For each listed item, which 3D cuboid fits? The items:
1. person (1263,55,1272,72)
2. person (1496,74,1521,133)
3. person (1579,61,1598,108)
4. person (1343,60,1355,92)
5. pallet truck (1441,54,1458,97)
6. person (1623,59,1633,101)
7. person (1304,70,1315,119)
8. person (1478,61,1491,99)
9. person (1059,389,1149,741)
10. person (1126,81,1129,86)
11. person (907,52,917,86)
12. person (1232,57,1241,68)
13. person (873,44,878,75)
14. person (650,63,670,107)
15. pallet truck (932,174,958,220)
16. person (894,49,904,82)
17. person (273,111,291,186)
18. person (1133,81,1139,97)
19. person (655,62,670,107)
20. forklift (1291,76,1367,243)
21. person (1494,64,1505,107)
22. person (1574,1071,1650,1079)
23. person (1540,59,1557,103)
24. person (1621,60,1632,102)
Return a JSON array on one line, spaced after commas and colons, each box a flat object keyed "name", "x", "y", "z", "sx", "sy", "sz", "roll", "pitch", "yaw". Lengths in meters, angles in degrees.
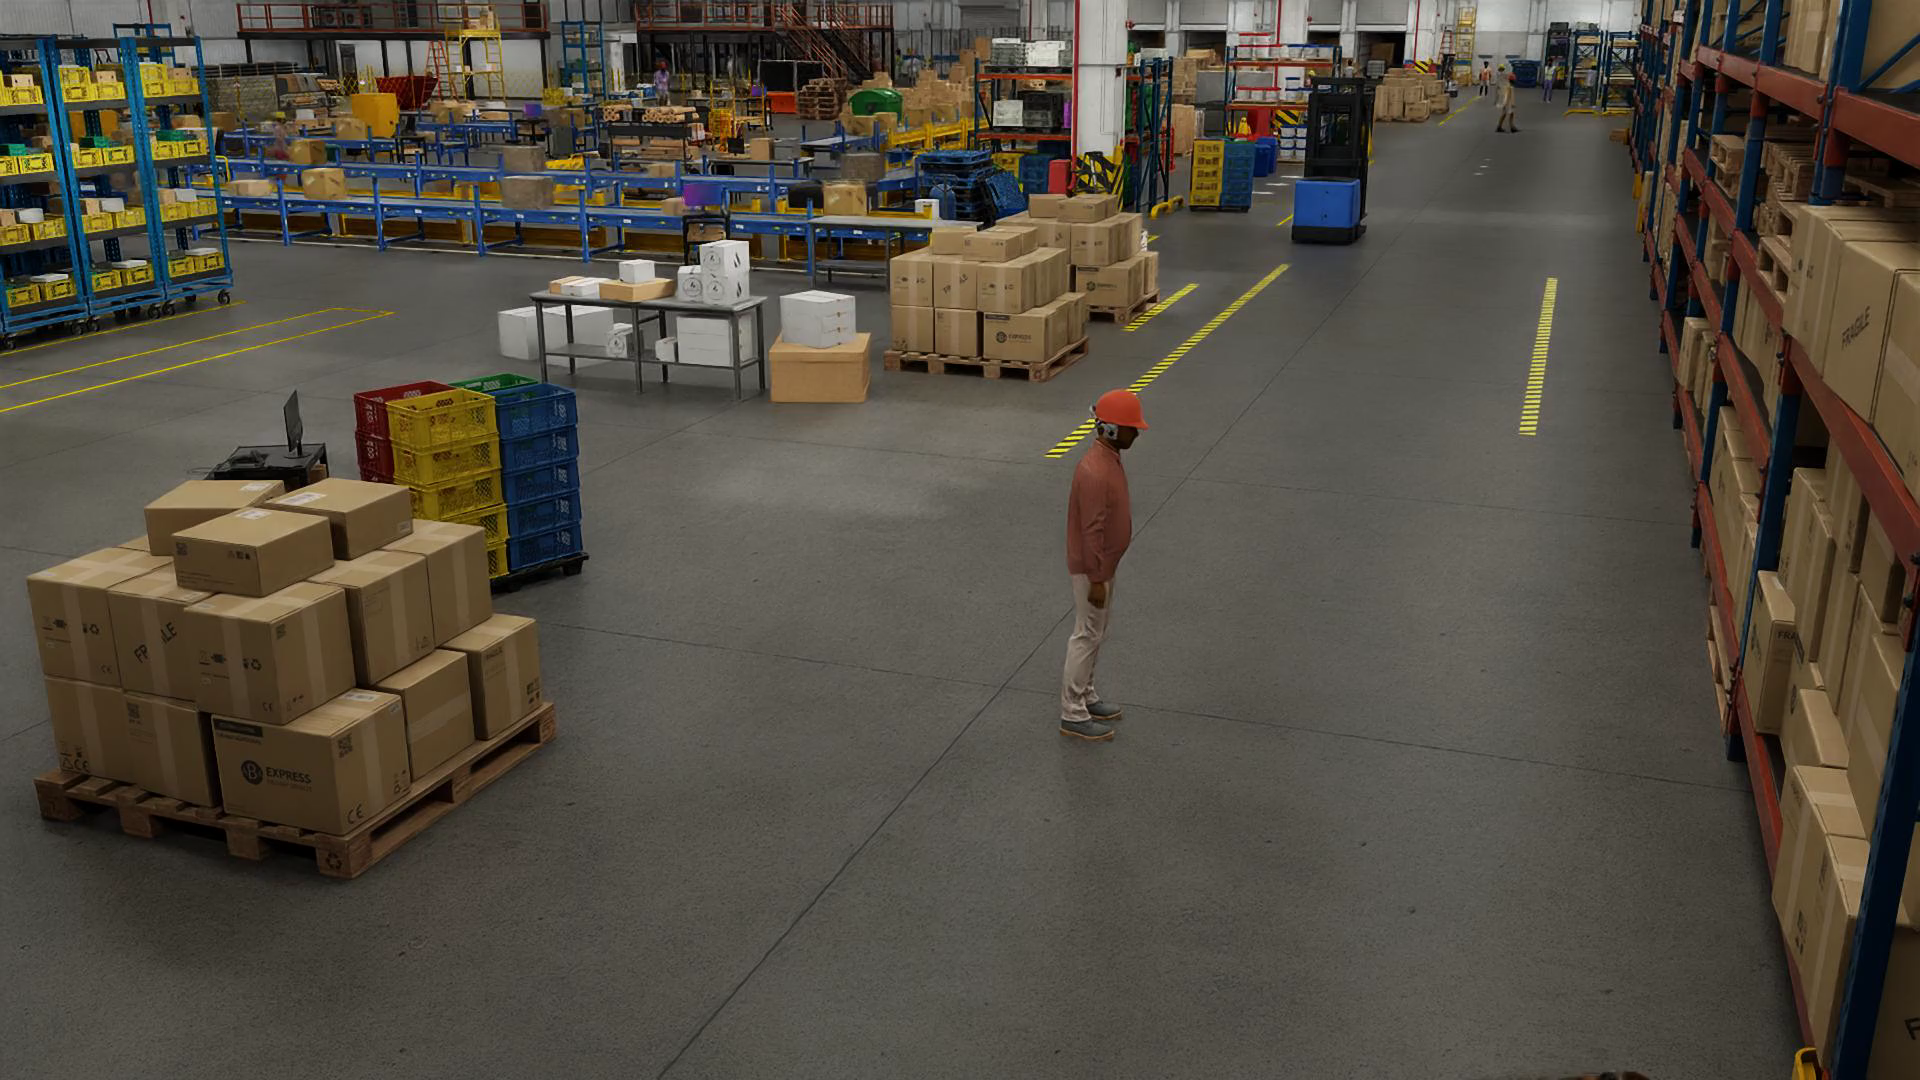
[{"name": "person", "x": 15.259, "y": -23.041, "z": 82.284, "sx": 0.830, "sy": 1.819, "sz": 0.621, "roll": 8, "pitch": 20, "yaw": 25}, {"name": "person", "x": 18.349, "y": -14.500, "z": 55.306, "sx": 0.919, "sy": 1.896, "sz": 0.566, "roll": 7, "pitch": 19, "yaw": 21}, {"name": "person", "x": 26.370, "y": -19.038, "z": 69.543, "sx": 0.634, "sy": 1.910, "sz": 0.676, "roll": -15, "pitch": 23, "yaw": -40}, {"name": "person", "x": 17.053, "y": -20.092, "z": 72.926, "sx": 0.514, "sy": 1.873, "sz": 0.329, "roll": 7, "pitch": 19, "yaw": 22}, {"name": "pallet truck", "x": 22.765, "y": -21.886, "z": 78.355, "sx": 0.823, "sy": 1.965, "sz": 1.885, "roll": -4, "pitch": 18, "yaw": -14}, {"name": "person", "x": 29.880, "y": -20.451, "z": 74.009, "sx": 0.631, "sy": 1.898, "sz": 0.715, "roll": 15, "pitch": 23, "yaw": 40}, {"name": "person", "x": 13.223, "y": -16.832, "z": 62.851, "sx": 0.306, "sy": 1.770, "sz": 0.525, "roll": 13, "pitch": 22, "yaw": 35}, {"name": "person", "x": 24.328, "y": -21.326, "z": 77.079, "sx": 0.540, "sy": 1.697, "sz": 0.317, "roll": 7, "pitch": 19, "yaw": 22}, {"name": "person", "x": 0.804, "y": 0.137, "z": 9.206, "sx": 0.434, "sy": 1.976, "sz": 0.613, "roll": 5, "pitch": 18, "yaw": 14}, {"name": "person", "x": 5.986, "y": -16.114, "z": 60.240, "sx": 0.394, "sy": 1.987, "sz": 0.626, "roll": -3, "pitch": 18, "yaw": -8}, {"name": "person", "x": -2.456, "y": -24.196, "z": 85.748, "sx": 0.542, "sy": 1.923, "sz": 0.400, "roll": 3, "pitch": 18, "yaw": 10}, {"name": "person", "x": 12.746, "y": -21.431, "z": 77.062, "sx": 0.627, "sy": 1.924, "sz": 0.541, "roll": -13, "pitch": 22, "yaw": -35}, {"name": "person", "x": -5.186, "y": -29.229, "z": 101.465, "sx": 0.801, "sy": 1.977, "sz": 0.613, "roll": 4, "pitch": 18, "yaw": 14}, {"name": "person", "x": -12.550, "y": -19.000, "z": 69.584, "sx": 1.052, "sy": 1.827, "sz": 0.567, "roll": 6, "pitch": 19, "yaw": 19}, {"name": "pallet truck", "x": -0.507, "y": -5.292, "z": 27.348, "sx": 0.653, "sy": 1.274, "sz": 1.630, "roll": 6, "pitch": 19, "yaw": 19}, {"name": "person", "x": -3.466, "y": -27.101, "z": 95.035, "sx": 0.632, "sy": 1.822, "sz": 0.649, "roll": -7, "pitch": 19, "yaw": -22}, {"name": "person", "x": -15.382, "y": -8.829, "z": 37.733, "sx": 0.411, "sy": 1.749, "sz": 0.541, "roll": -3, "pitch": 18, "yaw": -8}, {"name": "person", "x": 5.908, "y": -14.595, "z": 55.938, "sx": 0.548, "sy": 1.686, "sz": 0.449, "roll": 7, "pitch": 19, "yaw": 22}, {"name": "person", "x": -11.703, "y": -17.796, "z": 65.494, "sx": 0.616, "sy": 2.010, "sz": 0.538, "roll": -9, "pitch": 20, "yaw": -25}, {"name": "forklift", "x": 6.598, "y": -6.755, "z": 29.381, "sx": 1.129, "sy": 2.768, "sz": 1.873, "roll": 6, "pitch": 19, "yaw": 19}, {"name": "person", "x": 22.936, "y": -19.307, "z": 70.663, "sx": 0.310, "sy": 1.744, "sz": 0.486, "roll": 9, "pitch": 20, "yaw": 26}, {"name": "person", "x": 1.445, "y": 1.971, "z": 3.684, "sx": 0.784, "sy": 1.814, "sz": 0.661, "roll": -1, "pitch": 18, "yaw": -4}, {"name": "person", "x": 25.929, "y": -20.206, "z": 73.212, "sx": 0.392, "sy": 1.916, "sz": 0.592, "roll": -15, "pitch": 23, "yaw": -38}, {"name": "person", "x": 29.621, "y": -20.276, "z": 73.576, "sx": 0.487, "sy": 1.830, "sz": 0.592, "roll": 6, "pitch": 19, "yaw": 18}]
